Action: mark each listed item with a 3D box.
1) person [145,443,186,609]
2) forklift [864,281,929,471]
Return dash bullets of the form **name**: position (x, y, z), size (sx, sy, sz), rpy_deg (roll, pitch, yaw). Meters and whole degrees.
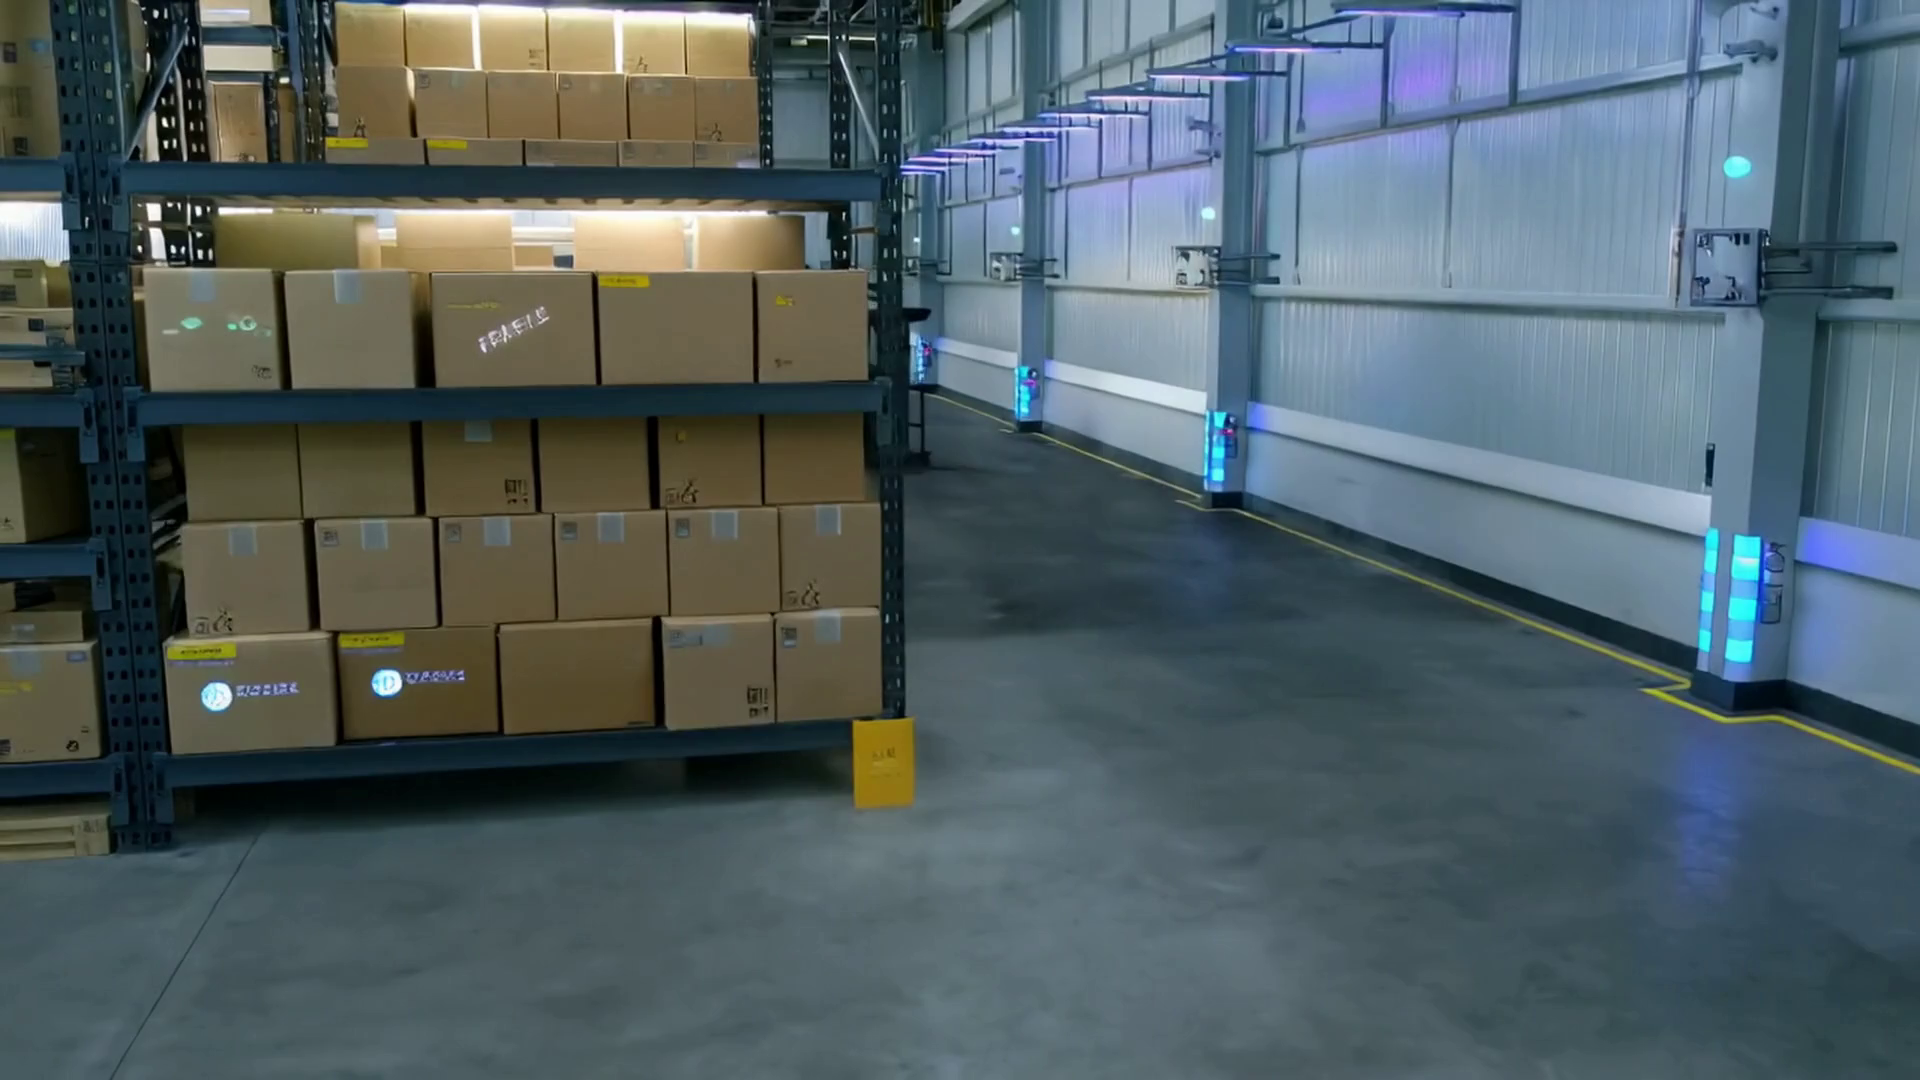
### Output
- **person**: position (-5.757, 0.094, 12.233), size (0.984, 1.900, 0.623), rpy_deg (0, 9, -1)
- **forklift**: position (-1.429, -2.545, 25.311), size (1.129, 2.768, 1.873), rpy_deg (-6, 11, -32)
